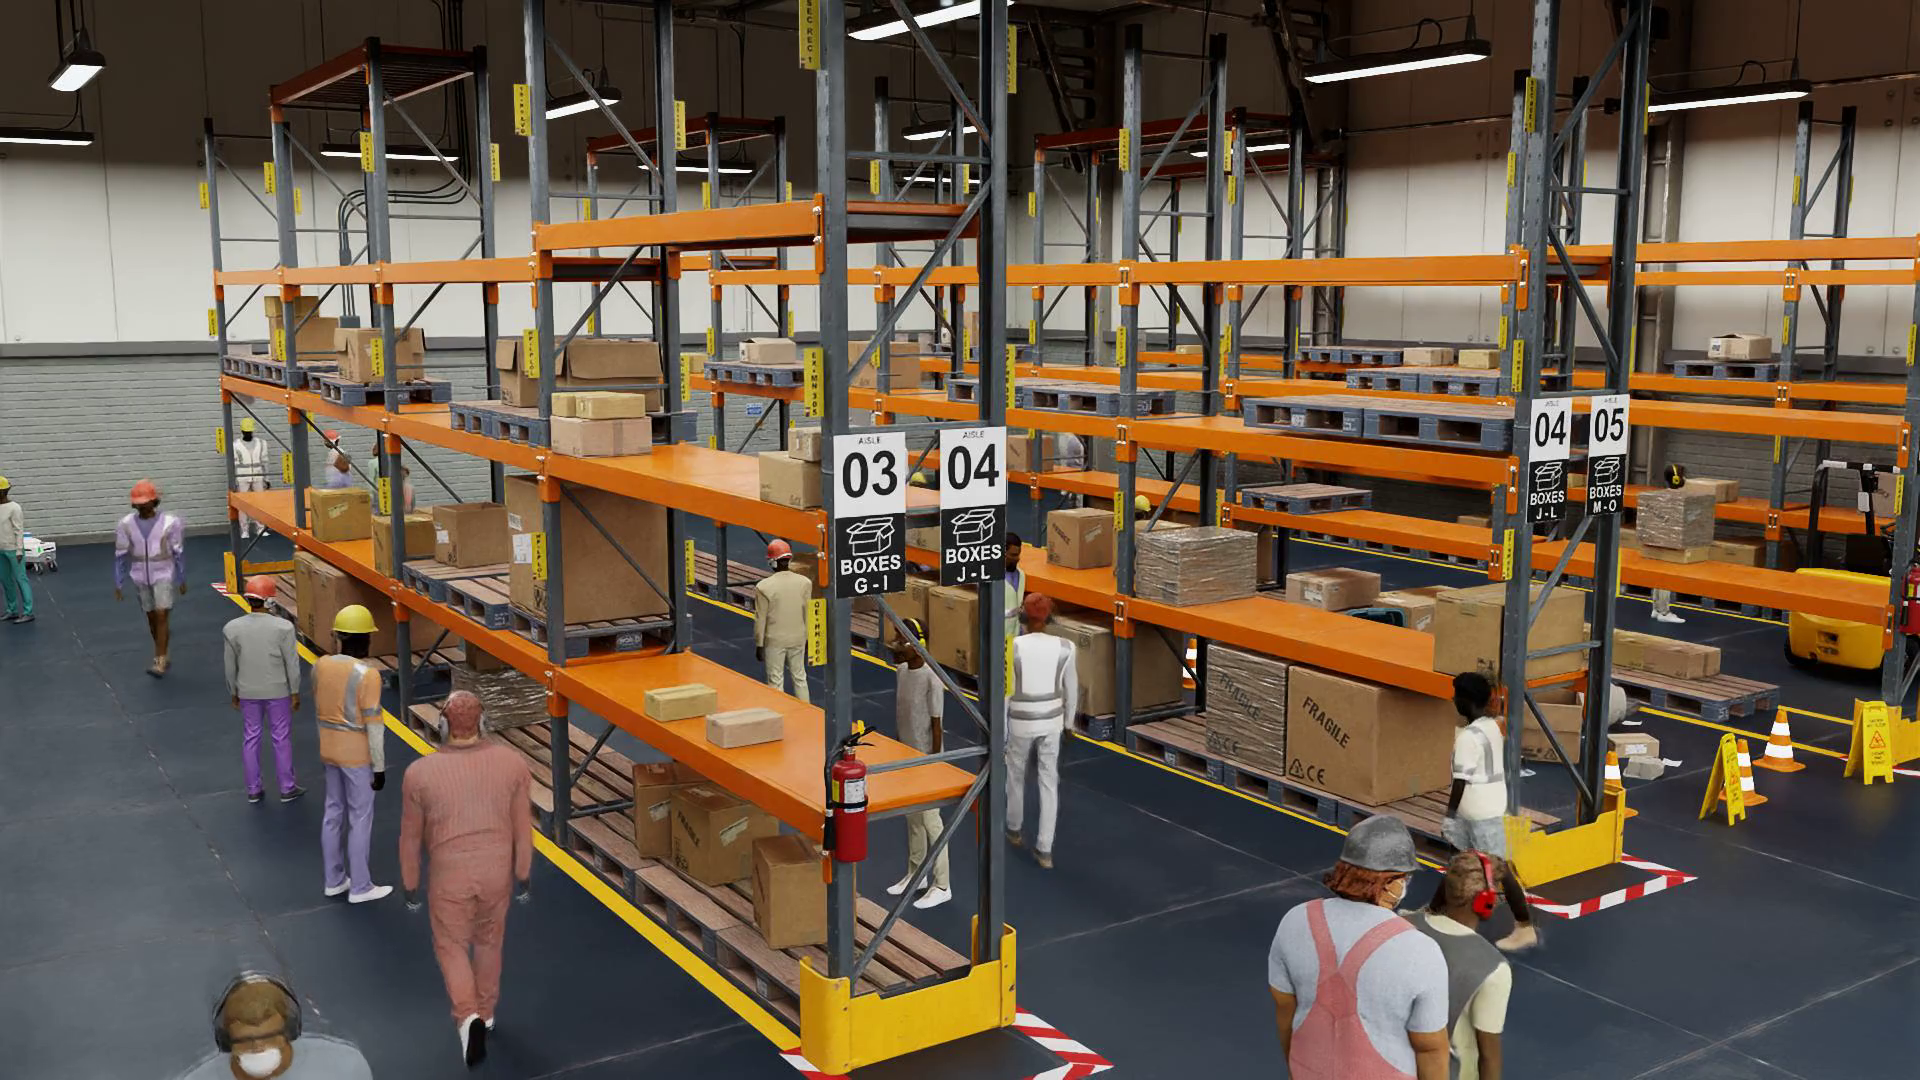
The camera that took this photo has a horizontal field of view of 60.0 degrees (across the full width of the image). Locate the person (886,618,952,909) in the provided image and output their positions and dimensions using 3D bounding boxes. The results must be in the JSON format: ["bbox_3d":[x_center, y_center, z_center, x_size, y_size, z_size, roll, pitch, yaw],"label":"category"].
[{"bbox_3d":[-0.264,1.407,10.612,0.325,1.861,0.501,-6,10,-34],"label":"person"}]

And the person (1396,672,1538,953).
[{"bbox_3d":[3.079,1.616,9.928,0.857,1.638,0.591,4,10,27],"label":"person"}]

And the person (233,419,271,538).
[{"bbox_3d":[-11.211,-0.970,26.311,0.602,1.907,0.439,-7,11,-40],"label":"person"}]

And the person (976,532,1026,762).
[{"bbox_3d":[0.358,0.877,13.949,0.392,1.914,0.589,6,10,34],"label":"person"}]

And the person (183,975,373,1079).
[{"bbox_3d":[-2.084,2.227,5.062,0.635,1.879,1.023,-4,9,-25],"label":"person"}]

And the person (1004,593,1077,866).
[{"bbox_3d":[0.502,1.267,11.562,0.594,1.845,0.892,-1,9,-8],"label":"person"}]

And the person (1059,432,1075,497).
[{"bbox_3d":[2.062,-1.730,31.459,0.417,1.877,0.686,-1,9,-7],"label":"person"}]

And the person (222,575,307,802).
[{"bbox_3d":[-5.323,1.136,12.749,0.565,1.752,0.338,0,9,2],"label":"person"}]

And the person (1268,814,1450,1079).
[{"bbox_3d":[1.505,1.987,6.129,0.682,2.000,0.536,8,12,43],"label":"person"}]

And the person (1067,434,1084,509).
[{"bbox_3d":[1.952,-1.042,27.007,0.404,1.827,0.590,-3,9,-21],"label":"person"}]

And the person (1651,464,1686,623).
[{"bbox_3d":[8.414,0.036,19.671,0.328,1.877,0.512,1,9,7],"label":"person"}]

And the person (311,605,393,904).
[{"bbox_3d":[-3.890,1.367,10.686,0.583,1.917,0.413,5,10,29],"label":"person"}]

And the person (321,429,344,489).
[{"bbox_3d":[-9.823,-0.870,26.143,0.350,1.743,0.563,-1,9,-8],"label":"person"}]

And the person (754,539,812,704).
[{"bbox_3d":[-1.568,0.860,14.632,0.563,1.742,0.360,-6,11,-36],"label":"person"}]

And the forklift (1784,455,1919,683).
[{"bbox_3d":[9.643,0.253,17.172,2.313,2.155,1.214,-6,10,-33],"label":"forklift"}]

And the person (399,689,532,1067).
[{"bbox_3d":[-2.505,1.711,8.520,0.654,1.880,0.813,-5,10,-28],"label":"person"}]

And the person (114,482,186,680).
[{"bbox_3d":[-8.205,0.409,16.810,0.626,1.982,1.062,-1,9,-10],"label":"person"}]

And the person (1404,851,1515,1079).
[{"bbox_3d":[1.832,2.071,6.308,0.429,1.826,0.591,-4,9,-25],"label":"person"}]

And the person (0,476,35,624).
[{"bbox_3d":[-11.217,0.113,19.566,0.522,1.759,0.362,4,9,23],"label":"person"}]
